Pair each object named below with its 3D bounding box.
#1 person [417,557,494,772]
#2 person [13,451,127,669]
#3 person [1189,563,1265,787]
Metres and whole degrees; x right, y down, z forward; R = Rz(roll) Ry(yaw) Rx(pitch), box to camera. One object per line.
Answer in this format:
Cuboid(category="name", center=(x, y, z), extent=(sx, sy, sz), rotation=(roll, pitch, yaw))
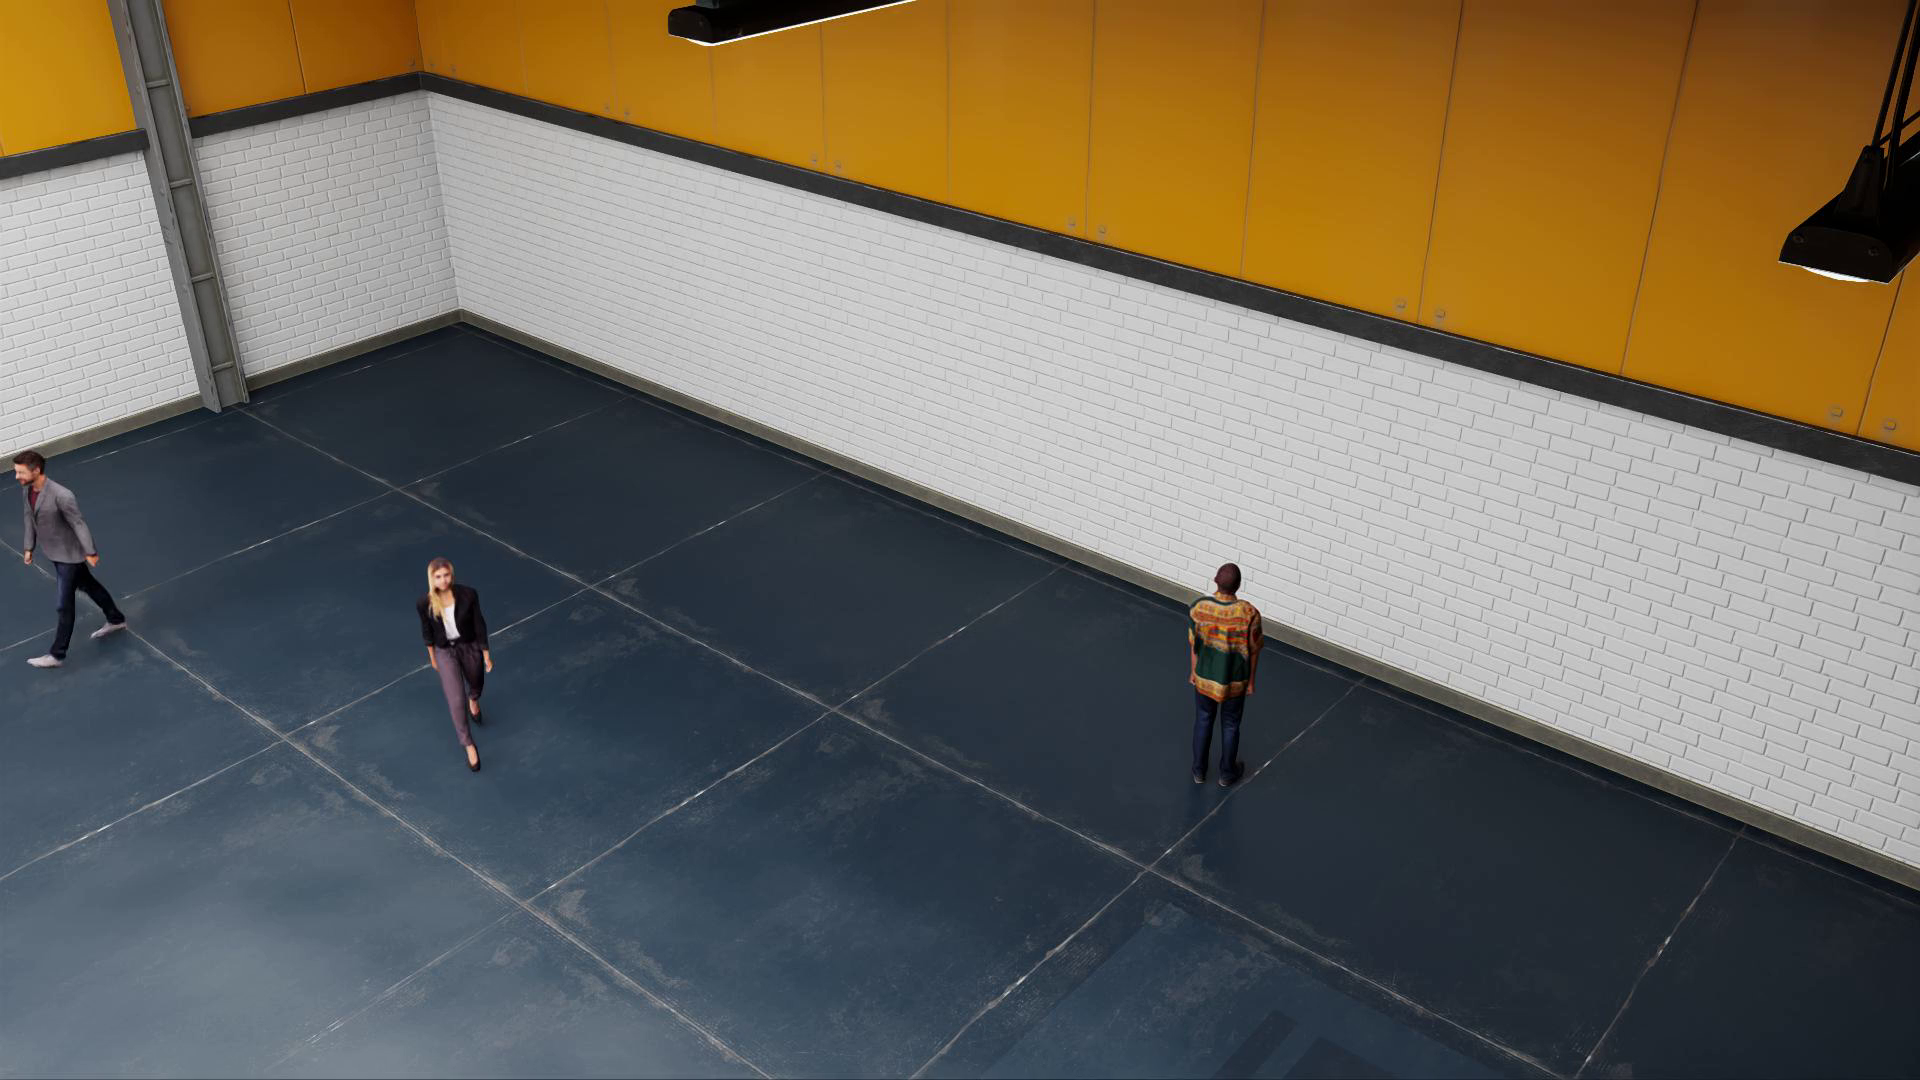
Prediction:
Cuboid(category="person", center=(-3.720, 0.837, 12.372), extent=(1.084, 1.625, 0.987), rotation=(-11, 30, -19))
Cuboid(category="person", center=(-7.210, 0.080, 13.562), extent=(0.765, 1.814, 1.170), rotation=(18, 33, 29))
Cuboid(category="person", center=(1.877, 0.968, 11.941), extent=(0.799, 1.807, 0.798), rotation=(9, 30, 16))
